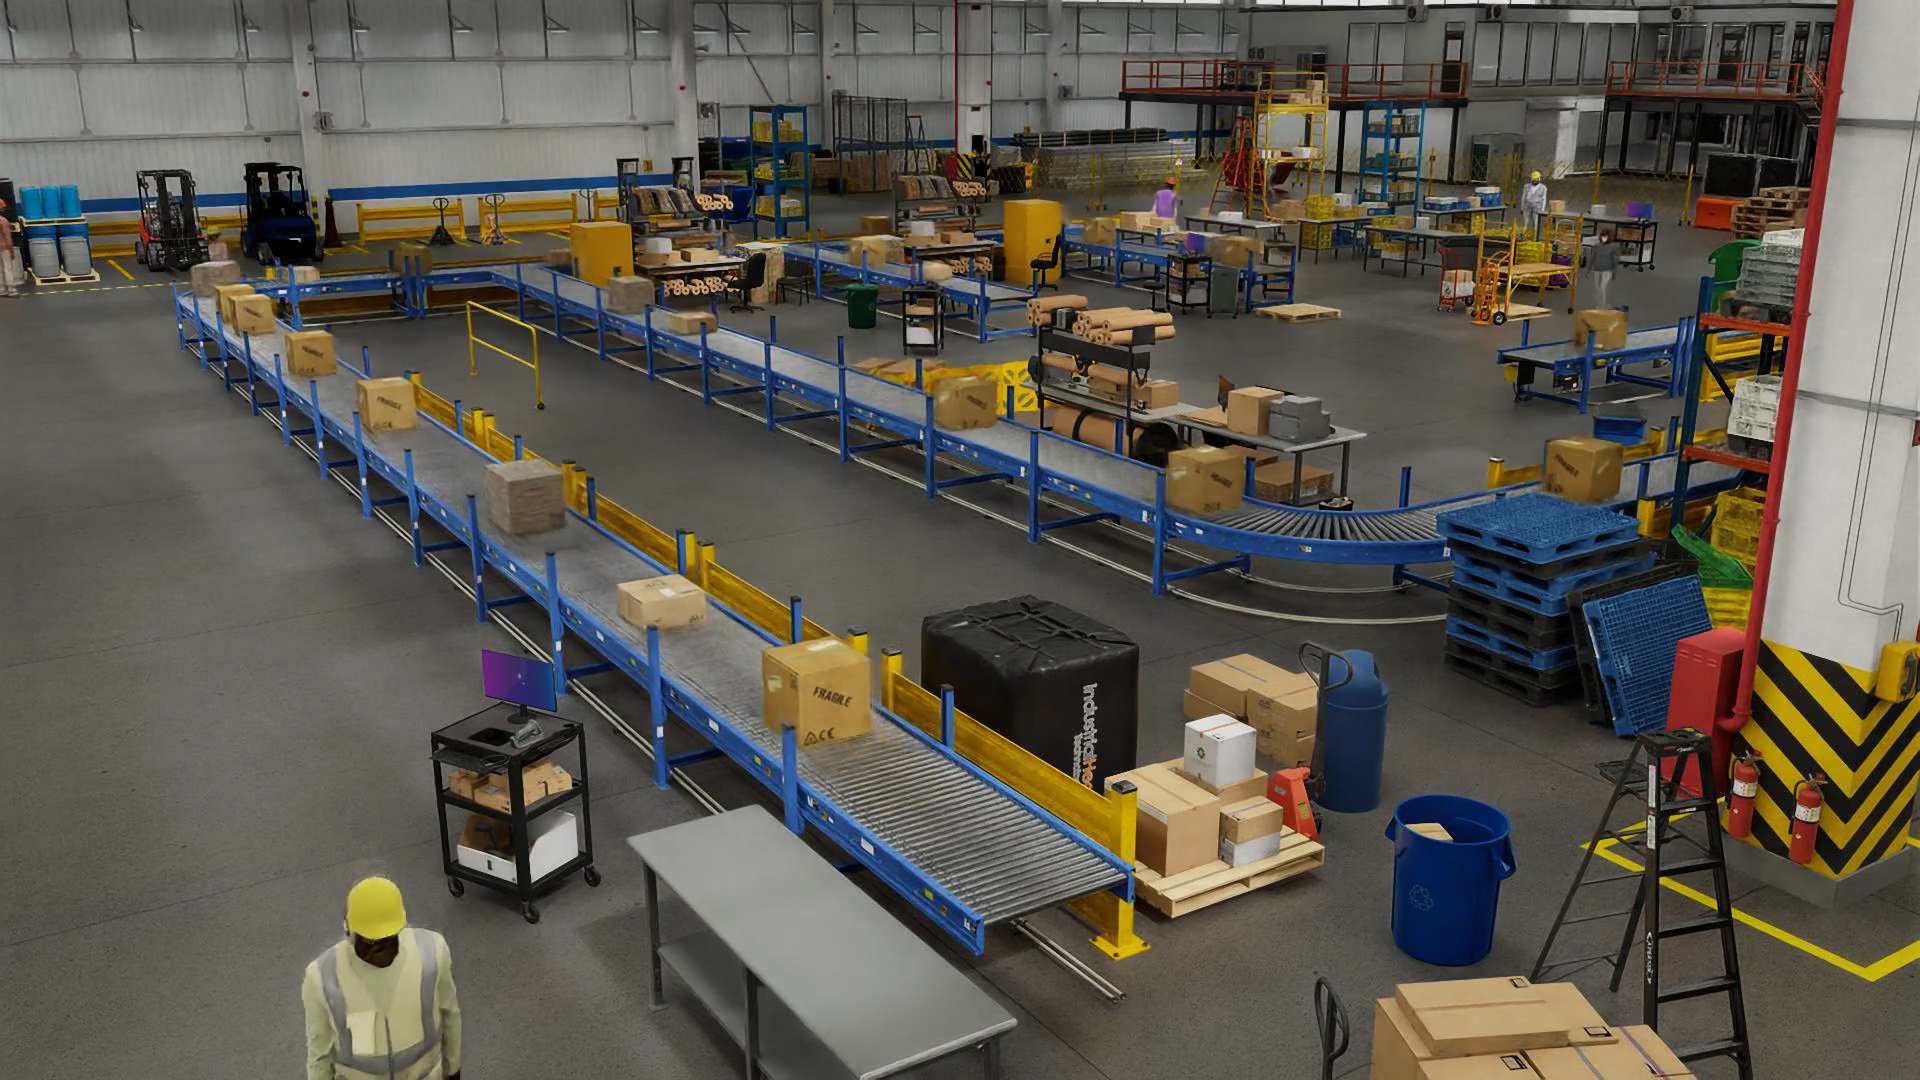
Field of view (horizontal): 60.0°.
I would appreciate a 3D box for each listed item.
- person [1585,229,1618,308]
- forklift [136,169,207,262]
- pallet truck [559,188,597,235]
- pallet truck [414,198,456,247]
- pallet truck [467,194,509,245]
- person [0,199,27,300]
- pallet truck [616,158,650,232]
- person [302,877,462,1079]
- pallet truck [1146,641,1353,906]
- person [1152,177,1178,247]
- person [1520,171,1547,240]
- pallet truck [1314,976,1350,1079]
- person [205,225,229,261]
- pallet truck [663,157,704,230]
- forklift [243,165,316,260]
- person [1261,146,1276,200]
[{"bbox_3d":[11.877,-4.956,30.883,0.676,1.613,0.505,-15,22,-40],"label":"person"},{"bbox_3d":[-17.842,-7.318,37.559,1.157,1.987,2.680,-10,20,-31],"label":"forklift"},{"bbox_3d":[-10.010,-8.652,43.699,0.653,1.274,1.630,-10,20,-31],"label":"pallet truck"},{"bbox_3d":[-13.250,-8.060,41.856,0.680,1.201,1.601,-10,20,-31],"label":"pallet truck"},{"bbox_3d":[-11.983,-8.177,42.137,0.704,1.261,1.522,-11,20,-33],"label":"pallet truck"},{"bbox_3d":[-18.887,-5.742,32.828,0.612,1.996,0.388,8,19,26],"label":"person"},{"bbox_3d":[-8.918,-9.176,44.255,0.823,1.965,1.885,-9,19,-27],"label":"pallet truck"},{"bbox_3d":[-2.311,2.190,6.736,0.608,1.813,0.464,-7,18,-23],"label":"person"},{"bbox_3d":[1.664,1.407,10.232,1.630,1.274,0.653,-10,20,-31],"label":"pallet truck"},{"bbox_3d":[4.812,-7.587,39.175,0.636,1.873,0.855,7,18,23],"label":"person"},{"bbox_3d":[14.310,-8.285,41.566,0.586,1.835,0.403,8,18,24],"label":"person"},{"bbox_3d":[2.299,2.390,7.086,1.601,1.201,0.680,-2,17,-7],"label":"pallet truck"},{"bbox_3d":[-13.474,-4.903,30.454,0.523,1.748,0.687,8,18,24],"label":"person"},{"bbox_3d":[-7.586,-9.308,44.692,0.823,1.965,1.885,-11,20,-33],"label":"pallet truck"},{"bbox_3d":[-15.898,-7.669,38.708,1.157,1.987,2.680,-11,20,-33],"label":"forklift"},{"bbox_3d":[9.921,-11.755,53.300,0.494,1.721,0.688,-12,20,-34],"label":"person"}]
